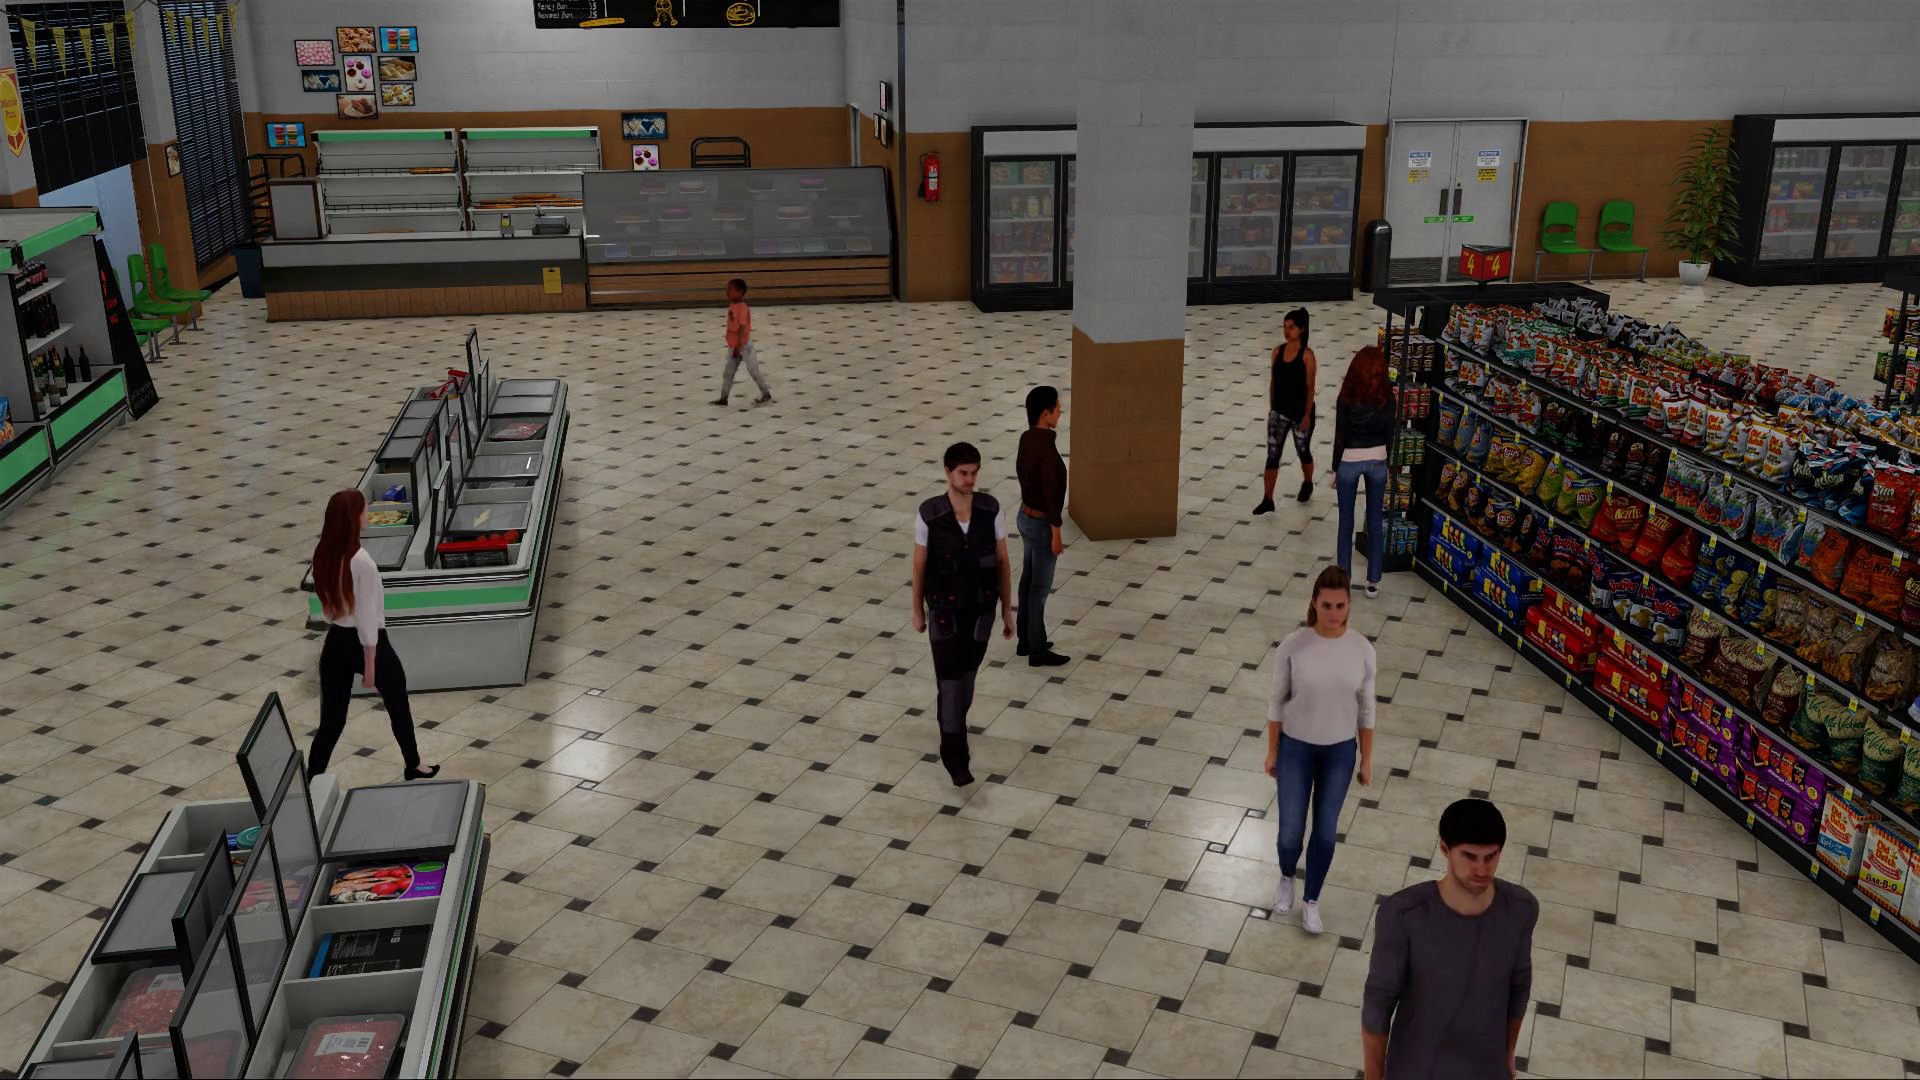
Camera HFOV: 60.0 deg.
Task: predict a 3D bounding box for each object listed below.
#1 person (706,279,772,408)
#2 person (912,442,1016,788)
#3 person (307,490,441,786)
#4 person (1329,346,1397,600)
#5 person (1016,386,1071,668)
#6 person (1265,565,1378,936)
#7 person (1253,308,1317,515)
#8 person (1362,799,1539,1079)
[{"bbox_3d":[-2.135,-1.955,16.682,0.795,1.281,0.896,-13,23,-34],"label":"person"},{"bbox_3d":[-0.016,0.347,9.022,0.746,1.813,1.090,-6,20,-18],"label":"person"},{"bbox_3d":[-3.073,0.648,8.291,1.058,1.710,1.241,9,20,24],"label":"person"},{"bbox_3d":[2.766,-0.461,11.460,0.613,1.786,0.593,0,19,1],"label":"person"},{"bbox_3d":[0.489,-0.089,10.368,0.727,1.779,0.501,-6,19,-16],"label":"person"},{"bbox_3d":[1.590,0.921,7.470,0.688,1.716,0.697,1,19,4],"label":"person"},{"bbox_3d":[2.729,-1.036,13.410,1.052,1.629,1.094,14,23,36],"label":"person"},{"bbox_3d":[1.504,1.611,5.264,0.790,1.818,1.061,-1,19,-3],"label":"person"}]
